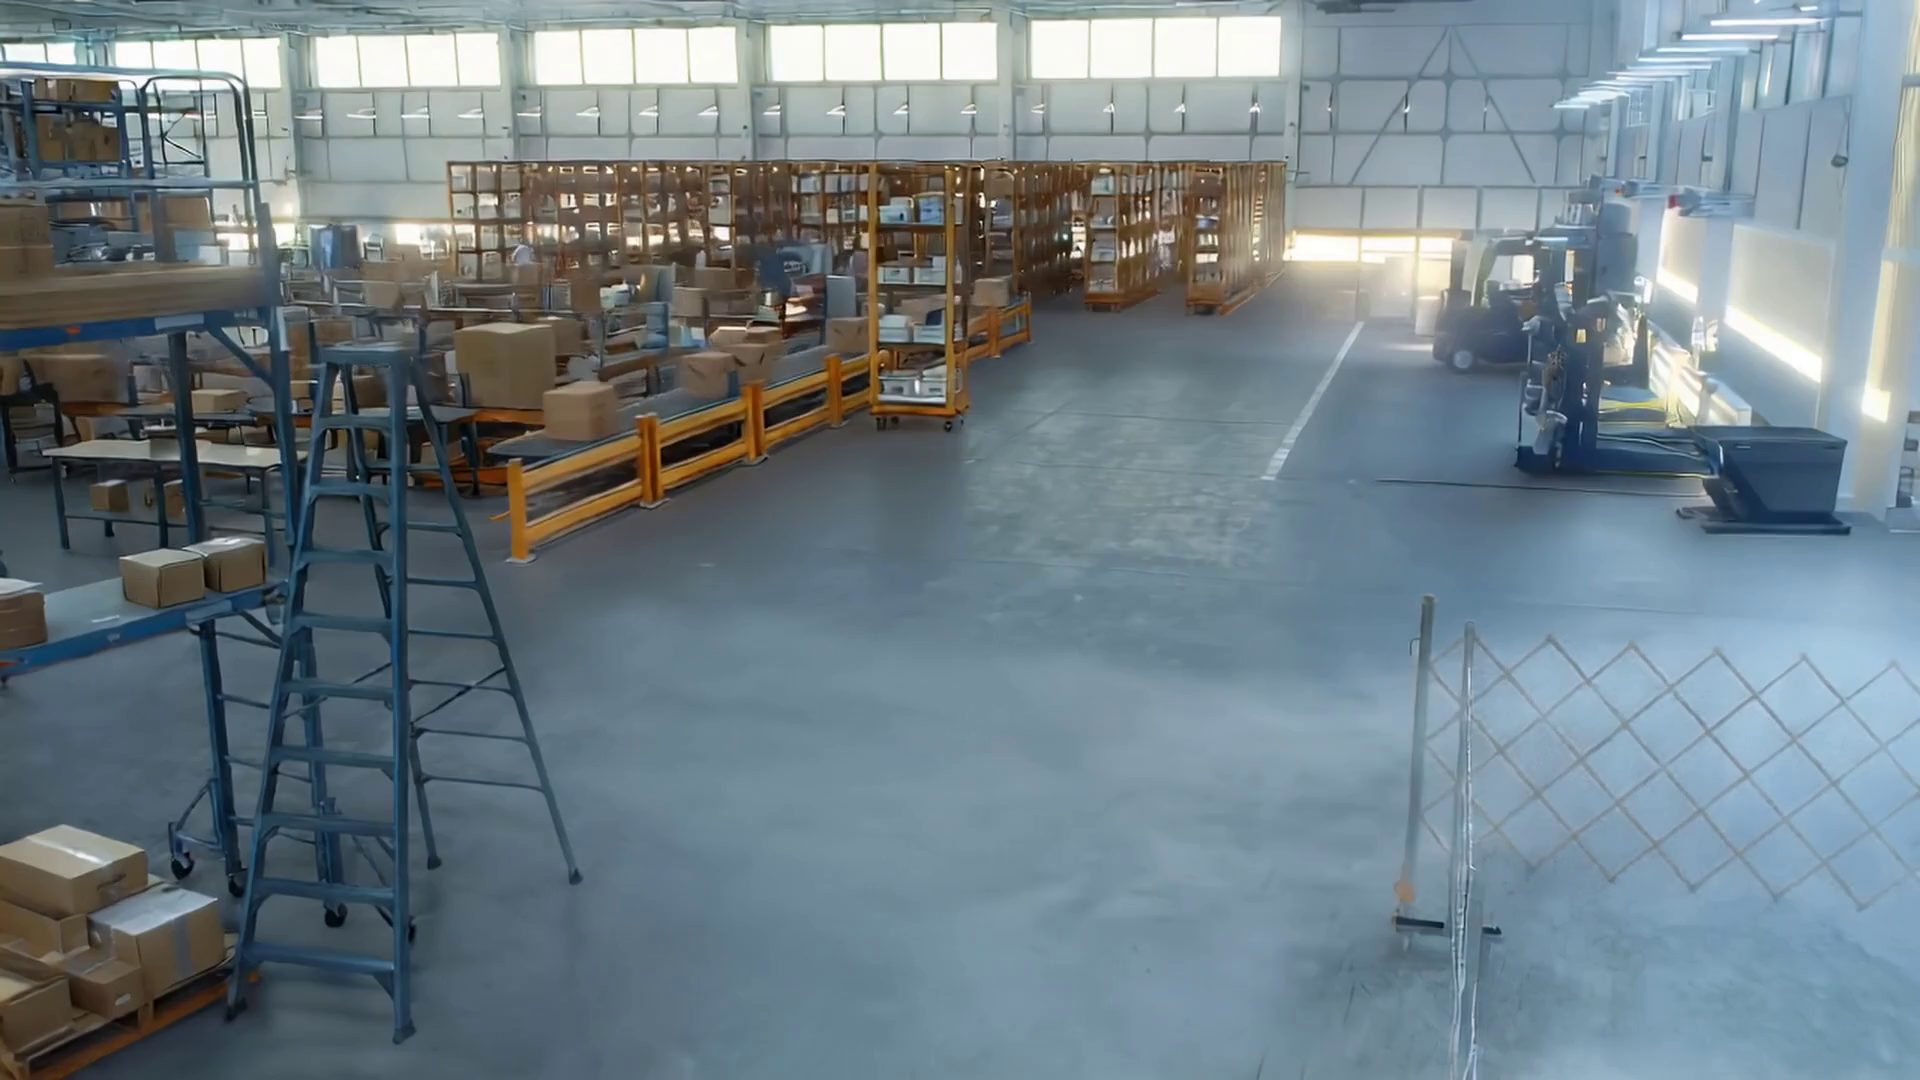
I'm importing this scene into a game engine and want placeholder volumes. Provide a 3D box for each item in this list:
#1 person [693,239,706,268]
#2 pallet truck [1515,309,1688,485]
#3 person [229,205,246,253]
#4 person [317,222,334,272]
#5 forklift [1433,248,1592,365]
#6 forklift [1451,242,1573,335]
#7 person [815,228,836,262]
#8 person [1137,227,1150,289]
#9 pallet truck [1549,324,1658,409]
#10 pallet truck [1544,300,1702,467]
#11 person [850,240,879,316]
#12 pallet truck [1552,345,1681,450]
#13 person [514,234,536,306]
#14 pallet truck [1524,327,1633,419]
[{"bbox_3d":[-6.315,-6.423,40.457,0.329,1.765,0.533,1,13,4],"label":"person"},{"bbox_3d":[7.554,-1.677,19.446,1.885,1.965,0.823,3,13,14],"label":"pallet truck"},{"bbox_3d":[-27.607,-11.848,63.553,0.551,1.918,0.641,12,18,43],"label":"person"},{"bbox_3d":[-20.765,-9.582,54.412,0.527,1.626,0.327,3,13,11],"label":"person"},{"bbox_3d":[9.780,-4.111,29.280,2.680,1.987,1.157,3,13,14],"label":"forklift"},{"bbox_3d":[10.464,-4.597,31.405,2.680,1.987,1.157,4,14,16],"label":"forklift"},{"bbox_3d":[-3.874,-8.134,47.390,0.620,1.995,1.083,3,13,12],"label":"person"},{"bbox_3d":[5.030,-8.052,47.070,0.928,1.952,0.636,3,13,13],"label":"person"},{"bbox_3d":[9.824,-2.669,25.407,1.601,1.201,0.680,4,14,16],"label":"pallet truck"},{"bbox_3d":[8.263,-1.952,20.631,1.885,1.965,0.823,5,14,20],"label":"pallet truck"},{"bbox_3d":[-2.376,-6.232,39.578,0.988,1.795,0.572,6,14,23],"label":"person"},{"bbox_3d":[8.641,-1.896,21.908,1.630,1.274,0.653,4,14,16],"label":"pallet truck"},{"bbox_3d":[-10.983,-6.807,42.005,0.654,1.810,0.602,3,13,15],"label":"person"},{"bbox_3d":[9.065,-2.460,24.370,1.522,1.261,0.704,3,13,14],"label":"pallet truck"}]
